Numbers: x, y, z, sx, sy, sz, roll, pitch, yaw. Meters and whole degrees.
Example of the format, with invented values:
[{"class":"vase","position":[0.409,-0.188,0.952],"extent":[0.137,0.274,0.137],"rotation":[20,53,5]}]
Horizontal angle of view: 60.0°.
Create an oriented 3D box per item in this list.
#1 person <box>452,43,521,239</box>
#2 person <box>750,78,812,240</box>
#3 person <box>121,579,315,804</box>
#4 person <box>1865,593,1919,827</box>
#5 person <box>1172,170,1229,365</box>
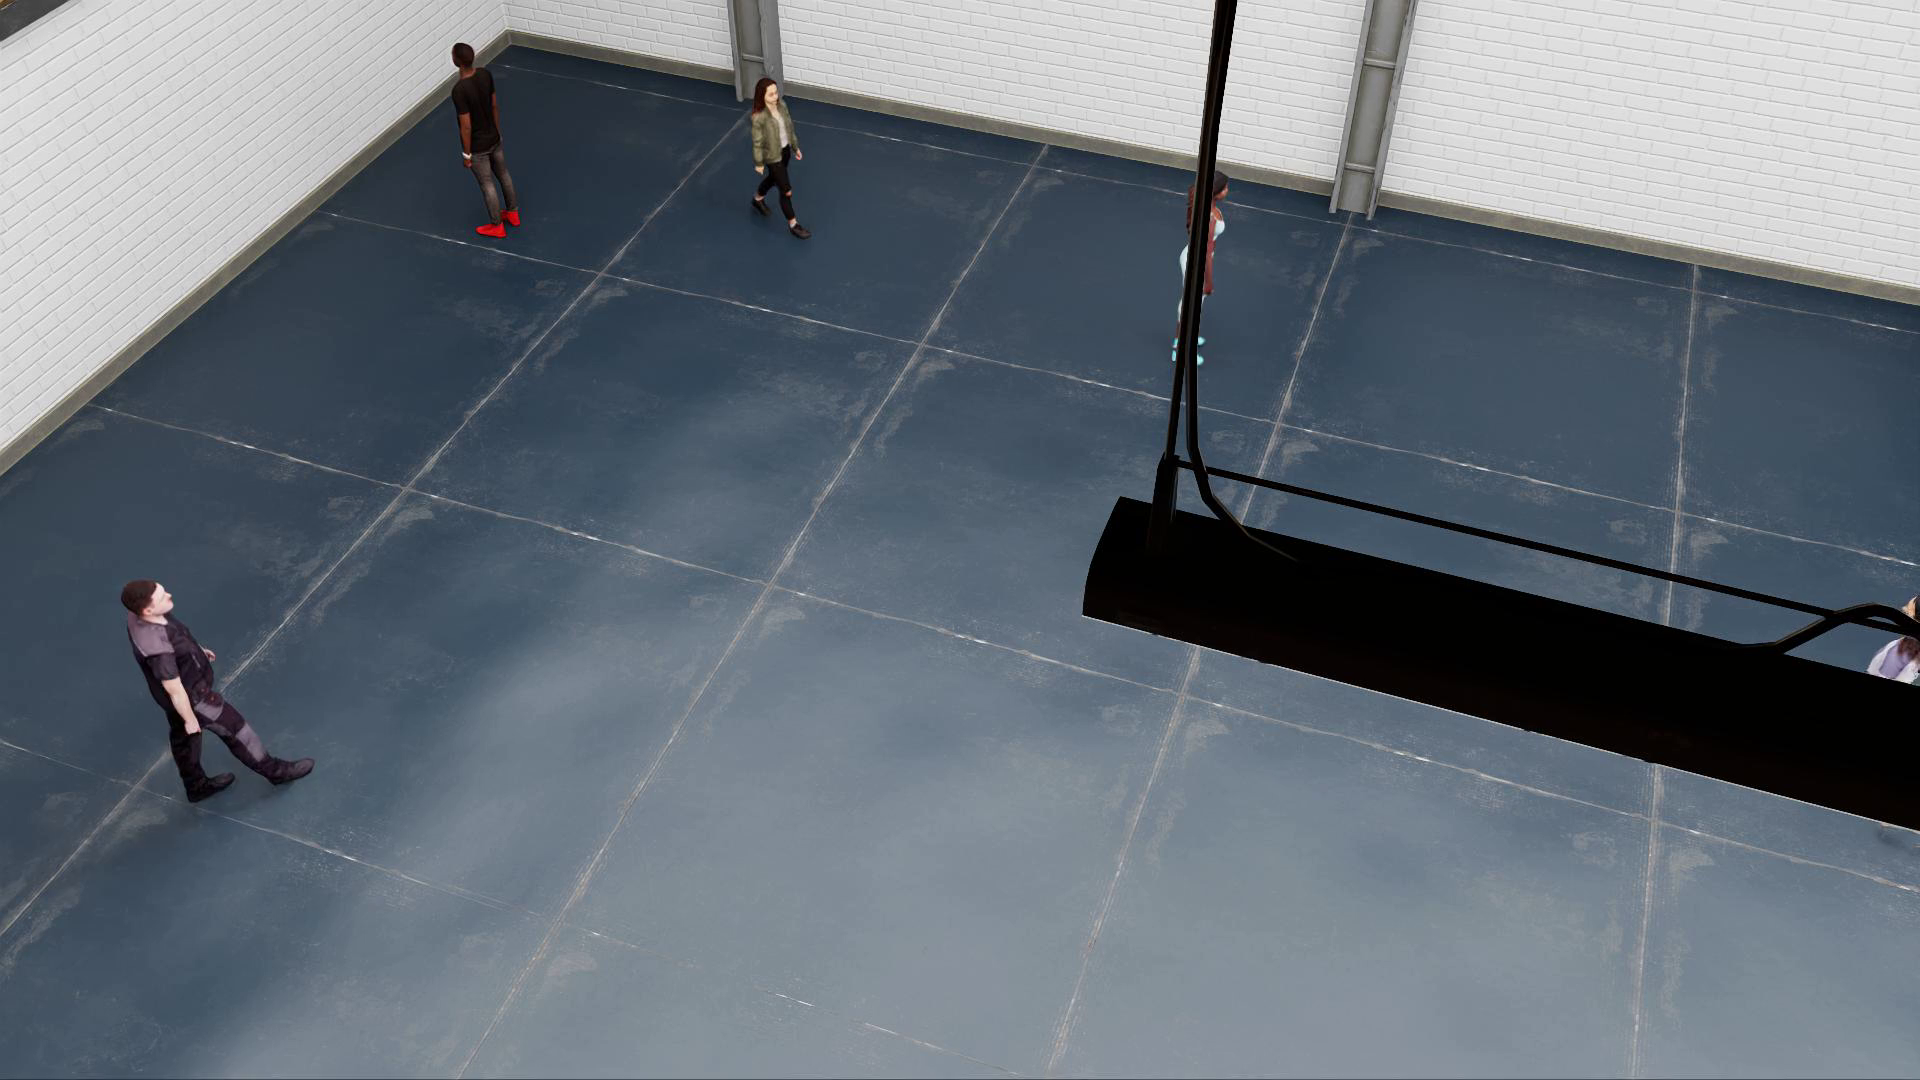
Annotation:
[{"class":"person","position":[-4.144,-3.477,14.444],"extent":[0.557,1.805,0.656],"rotation":[19,47,19]},{"class":"person","position":[-1.668,-3.399,14.621],"extent":[1.025,1.446,0.708],"rotation":[23,48,23]},{"class":"person","position":[-4.644,0.942,9.794],"extent":[1.107,1.820,1.085],"rotation":[-27,50,-25]},{"class":"person","position":[5.461,1.015,9.796],"extent":[0.898,1.712,1.116],"rotation":[-32,52,-29]},{"class":"person","position":[1.867,-2.157,13.117],"extent":[0.652,1.724,0.639],"rotation":[-3,44,-3]}]
